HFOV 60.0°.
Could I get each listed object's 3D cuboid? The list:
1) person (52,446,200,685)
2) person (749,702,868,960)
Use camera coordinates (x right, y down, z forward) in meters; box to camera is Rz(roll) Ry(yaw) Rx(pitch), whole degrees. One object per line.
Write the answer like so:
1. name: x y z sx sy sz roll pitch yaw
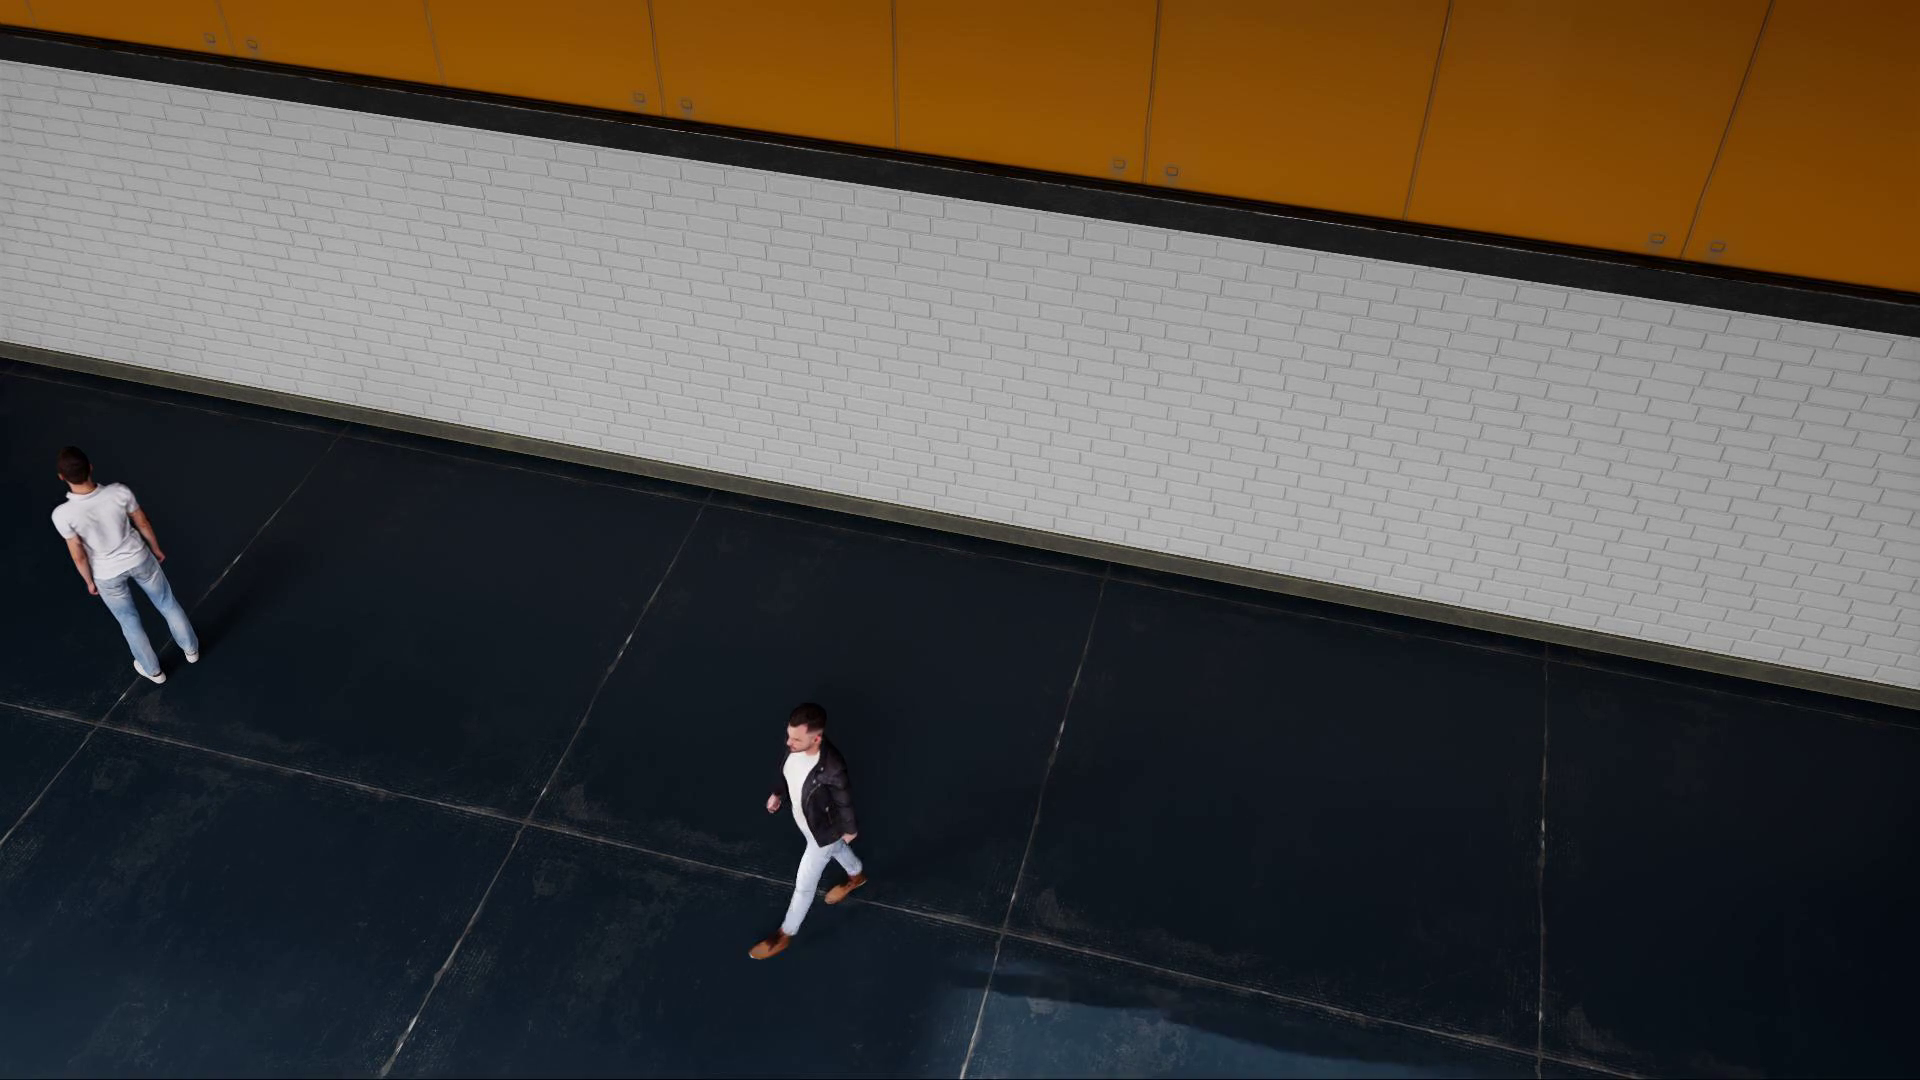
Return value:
1. person: -5.257 0.159 10.445 0.667 1.851 0.785 -33 53 -30
2. person: -0.703 1.470 9.103 1.191 1.804 1.082 -26 49 -25
